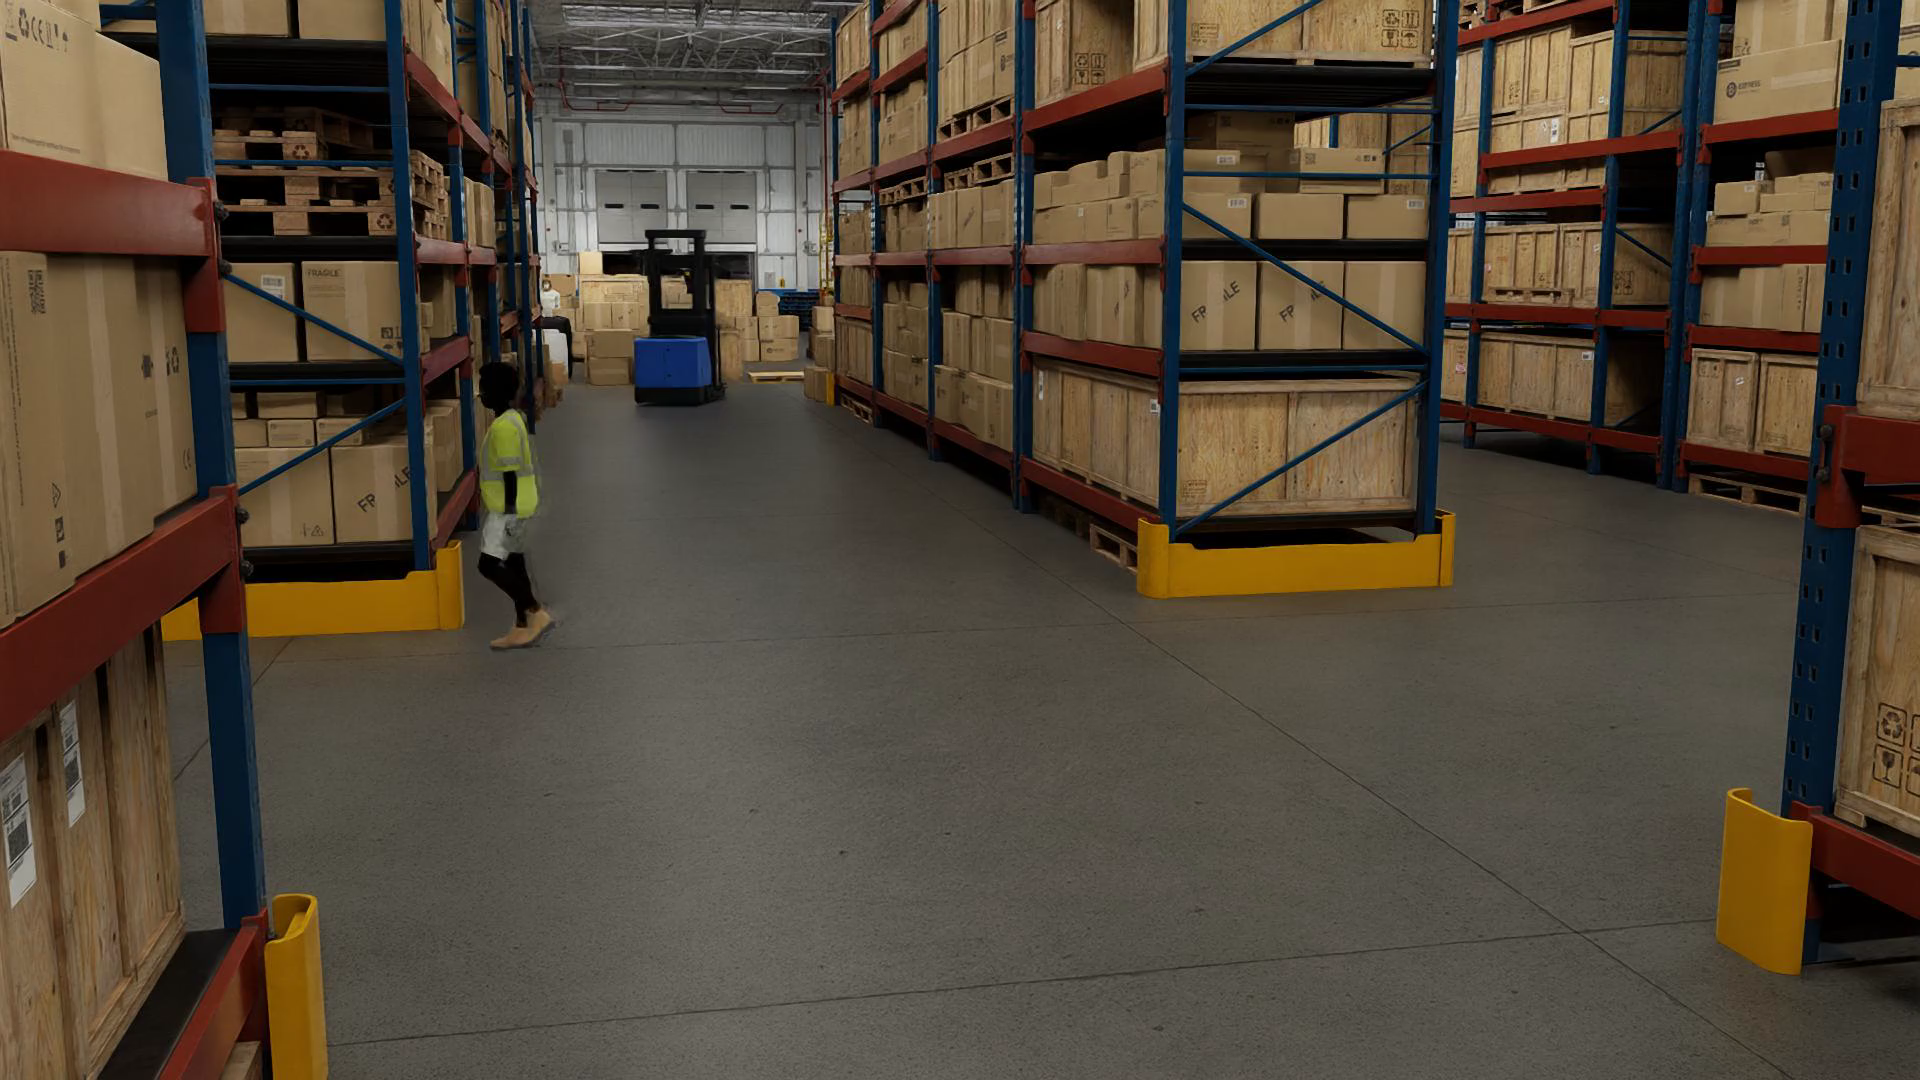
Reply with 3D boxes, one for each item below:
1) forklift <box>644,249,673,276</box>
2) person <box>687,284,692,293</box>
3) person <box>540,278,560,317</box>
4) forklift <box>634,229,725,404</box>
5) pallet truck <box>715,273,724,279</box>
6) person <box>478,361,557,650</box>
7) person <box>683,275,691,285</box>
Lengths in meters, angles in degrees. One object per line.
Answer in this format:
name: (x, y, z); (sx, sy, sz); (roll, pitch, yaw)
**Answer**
forklift: (-10.091, -8.375, 55.870); (1.129, 2.768, 1.873); (-7, 12, -38)
person: (-6.094, -4.813, 37.321); (0.429, 1.842, 0.635); (-6, 11, -34)
person: (-10.333, -5.586, 41.733); (0.629, 1.940, 0.376); (-2, 9, -10)
forklift: (-4.610, -3.658, 27.121); (1.129, 2.768, 1.873); (1, 9, 4)
pallet truck: (-8.580, -8.986, 62.280); (1.885, 1.965, 0.823); (1, 9, 5)
person: (-2.602, -0.177, 9.538); (0.356, 1.688, 0.535); (-2, 9, -9)
person: (-10.048, -8.801, 61.395); (0.585, 1.918, 0.381); (5, 11, 28)
